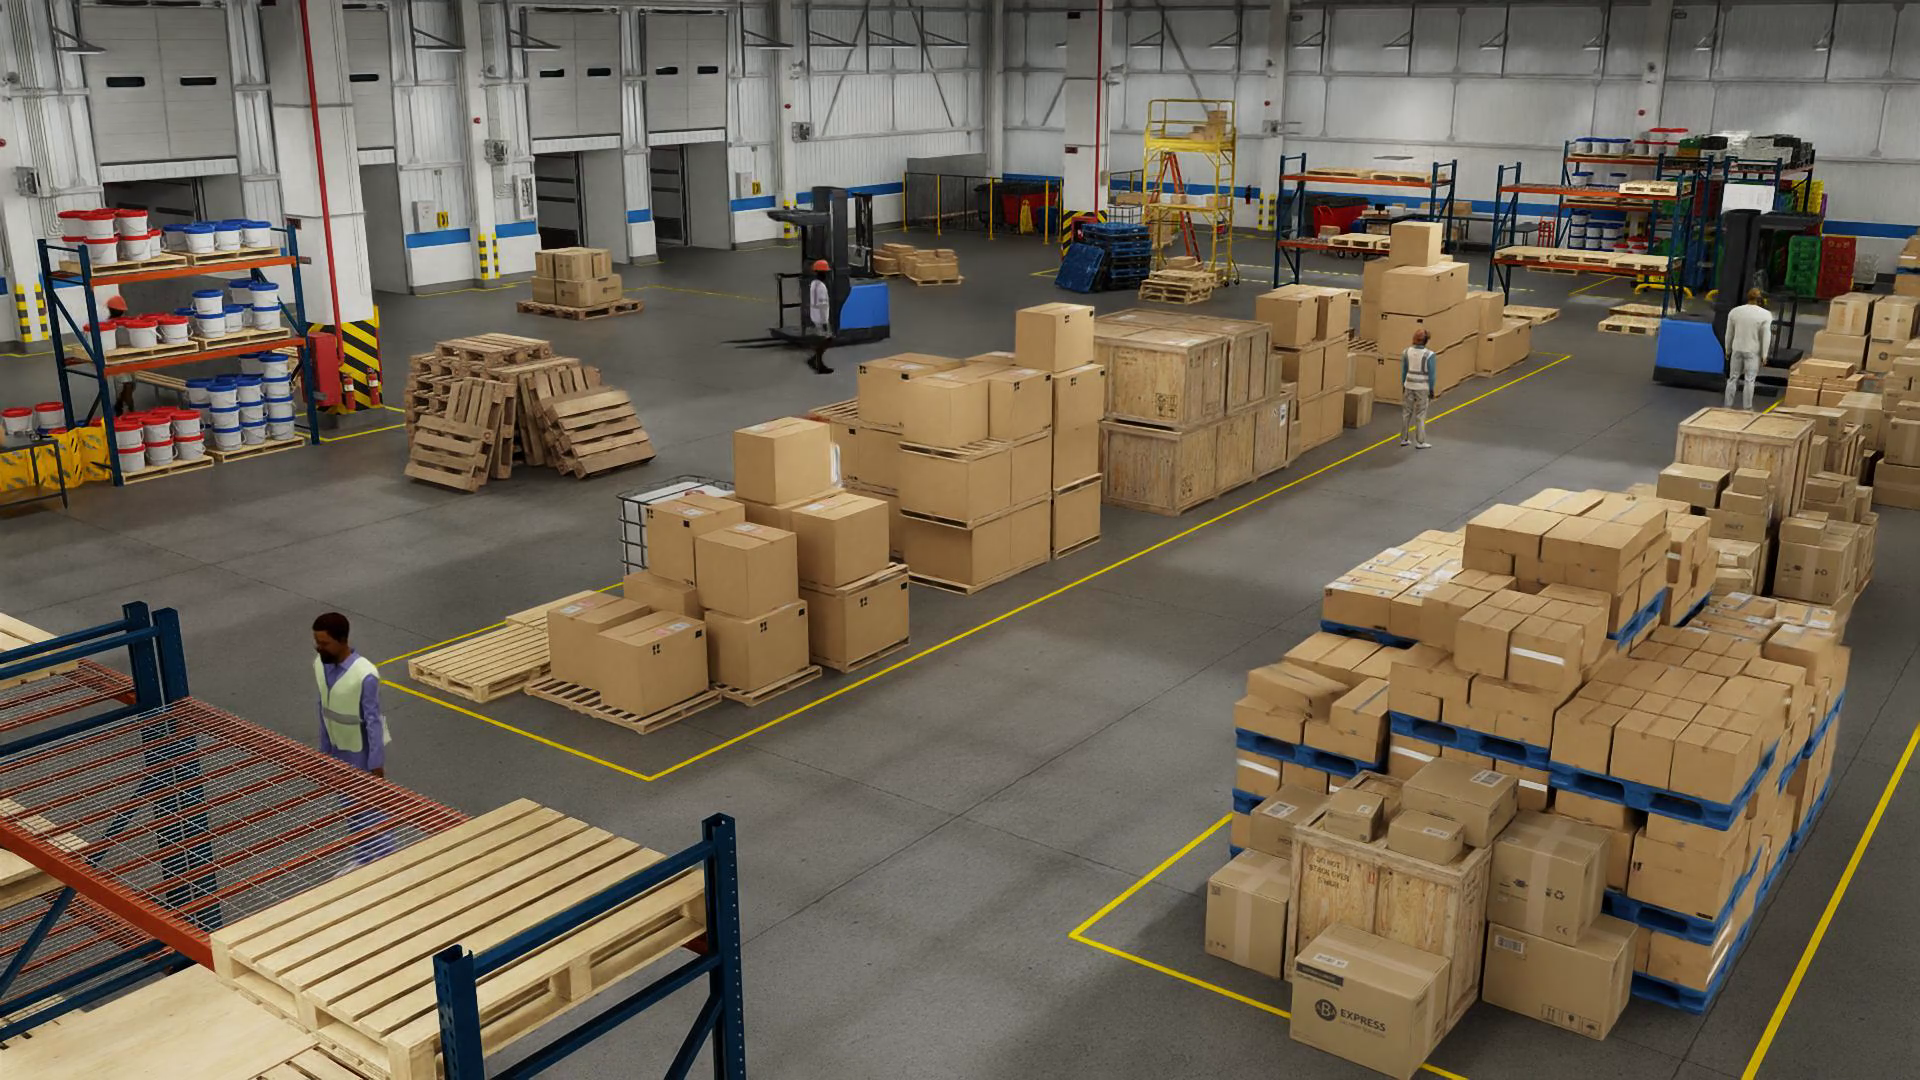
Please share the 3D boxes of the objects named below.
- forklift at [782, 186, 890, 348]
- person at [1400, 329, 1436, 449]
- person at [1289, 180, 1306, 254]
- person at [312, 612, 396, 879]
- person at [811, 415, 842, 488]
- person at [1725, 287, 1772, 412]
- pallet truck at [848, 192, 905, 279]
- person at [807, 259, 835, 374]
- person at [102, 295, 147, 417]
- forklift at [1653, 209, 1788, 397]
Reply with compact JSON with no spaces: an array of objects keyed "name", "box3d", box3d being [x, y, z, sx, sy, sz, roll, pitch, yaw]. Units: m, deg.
[{"name":"forklift","box3d":[-2.326,-5.038,30.458,1.873,2.768,1.129,-9,19,-28]},{"name":"person","box3d":[6.254,-2.065,22.730,0.307,1.638,0.513,-15,22,-40]},{"name":"person","box3d":[8.799,-8.440,43.332,0.372,1.936,0.629,0,17,-2]},{"name":"person","box3d":[-3.970,1.368,10.914,0.605,1.903,0.406,13,21,36]},{"name":"person","box3d":[-1.455,-0.362,16.742,0.908,1.853,0.584,12,20,34]},{"name":"person","box3d":[11.598,-2.764,24.528,0.355,1.937,0.634,-15,22,-41]},{"name":"pallet truck","box3d":[-1.936,-7.159,38.982,1.885,1.965,0.823,-12,21,-34]},{"name":"person","box3d":[-2.293,-3.699,27.650,0.412,1.924,0.576,-5,18,-17]},{"name":"person","box3d":[-12.153,-2.617,24.109,0.806,1.913,0.547,9,19,27]},{"name":"forklift","box3d":[12.271,-3.827,26.446,1.873,2.768,1.129,12,21,35]}]
